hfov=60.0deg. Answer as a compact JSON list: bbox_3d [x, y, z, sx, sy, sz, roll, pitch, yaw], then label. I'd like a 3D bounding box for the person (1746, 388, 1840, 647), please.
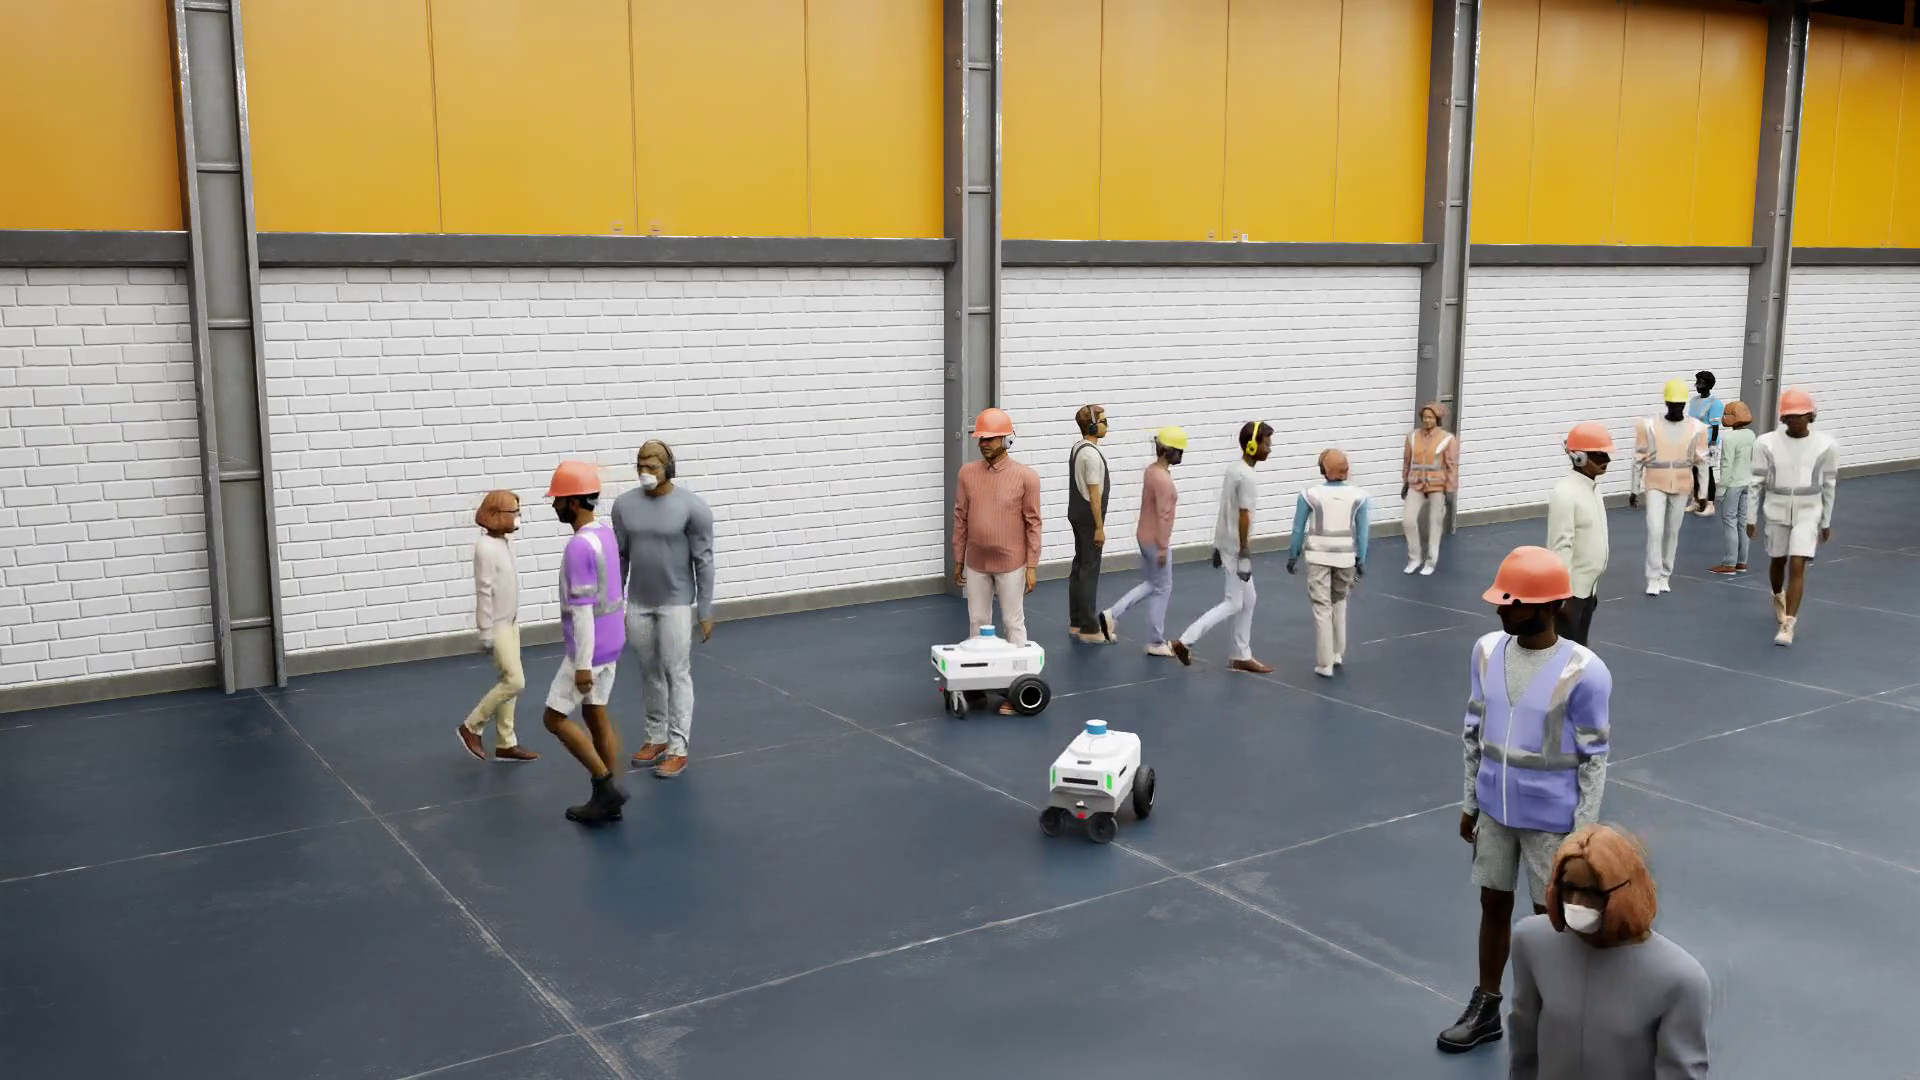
[{"bbox_3d":[6.519,-0.222,13.052,0.620,1.991,1.077,5,11,29],"label":"person"}]

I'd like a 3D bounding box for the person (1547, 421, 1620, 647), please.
[{"bbox_3d":[3.700,0.278,9.972,0.394,1.992,0.620,7,12,36],"label":"person"}]

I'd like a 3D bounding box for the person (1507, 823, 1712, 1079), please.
[{"bbox_3d":[1.504,1.470,3.982,0.513,1.592,0.803,8,12,39],"label":"person"}]

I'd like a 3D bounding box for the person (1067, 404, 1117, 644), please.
[{"bbox_3d":[1.010,-0.125,12.846,0.346,1.847,0.507,-2,10,-12],"label":"person"}]

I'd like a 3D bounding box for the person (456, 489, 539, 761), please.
[{"bbox_3d":[-2.671,0.509,9.659,0.385,1.621,0.508,0,9,2],"label":"person"}]

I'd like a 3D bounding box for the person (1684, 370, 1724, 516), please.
[{"bbox_3d":[8.645,-1.126,19.359,0.320,1.694,0.537,-2,10,-9],"label":"person"}]

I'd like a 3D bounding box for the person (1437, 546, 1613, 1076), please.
[{"bbox_3d":[2.028,0.971,5.976,0.375,1.934,0.547,-7,12,-37],"label":"person"}]

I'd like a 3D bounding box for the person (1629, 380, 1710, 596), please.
[{"bbox_3d":[6.228,-0.441,14.569,0.621,1.896,0.808,3,10,15],"label":"person"}]

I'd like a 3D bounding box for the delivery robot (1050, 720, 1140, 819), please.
[{"bbox_3d":[0.704,1.176,8.607,0.477,0.478,0.707,3,10,18],"label":"delivery robot"}]

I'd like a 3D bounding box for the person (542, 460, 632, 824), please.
[{"bbox_3d":[-1.941,0.545,8.593,0.410,1.917,0.567,1,9,5],"label":"person"}]

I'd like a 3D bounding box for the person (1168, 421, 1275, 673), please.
[{"bbox_3d":[1.871,0.064,11.778,0.718,1.833,0.518,1,10,8],"label":"person"}]

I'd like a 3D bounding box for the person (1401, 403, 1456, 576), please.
[{"bbox_3d":[4.345,-0.461,15.513,0.546,1.620,0.454,7,12,37],"label":"person"}]

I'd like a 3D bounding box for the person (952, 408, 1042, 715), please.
[{"bbox_3d":[0.226,0.138,10.811,0.622,1.993,0.384,5,11,28],"label":"person"}]

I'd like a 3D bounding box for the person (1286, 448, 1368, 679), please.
[{"bbox_3d":[2.598,0.154,11.832,0.527,1.619,0.562,-1,9,-7],"label":"person"}]

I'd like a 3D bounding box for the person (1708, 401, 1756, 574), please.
[{"bbox_3d":[7.301,-0.492,15.696,0.507,1.631,0.268,-7,12,-37],"label":"person"}]

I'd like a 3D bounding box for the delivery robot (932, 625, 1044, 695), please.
[{"bbox_3d":[0.177,0.801,10.865,0.707,0.478,0.477,-2,10,-12],"label":"delivery robot"}]

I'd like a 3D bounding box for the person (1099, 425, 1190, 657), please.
[{"bbox_3d":[1.386,0.016,12.286,0.592,1.734,0.559,-1,10,-8],"label":"person"}]

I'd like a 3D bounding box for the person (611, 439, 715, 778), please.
[{"bbox_3d":[-1.732,0.378,9.584,0.636,1.939,0.405,3,10,20],"label":"person"}]
